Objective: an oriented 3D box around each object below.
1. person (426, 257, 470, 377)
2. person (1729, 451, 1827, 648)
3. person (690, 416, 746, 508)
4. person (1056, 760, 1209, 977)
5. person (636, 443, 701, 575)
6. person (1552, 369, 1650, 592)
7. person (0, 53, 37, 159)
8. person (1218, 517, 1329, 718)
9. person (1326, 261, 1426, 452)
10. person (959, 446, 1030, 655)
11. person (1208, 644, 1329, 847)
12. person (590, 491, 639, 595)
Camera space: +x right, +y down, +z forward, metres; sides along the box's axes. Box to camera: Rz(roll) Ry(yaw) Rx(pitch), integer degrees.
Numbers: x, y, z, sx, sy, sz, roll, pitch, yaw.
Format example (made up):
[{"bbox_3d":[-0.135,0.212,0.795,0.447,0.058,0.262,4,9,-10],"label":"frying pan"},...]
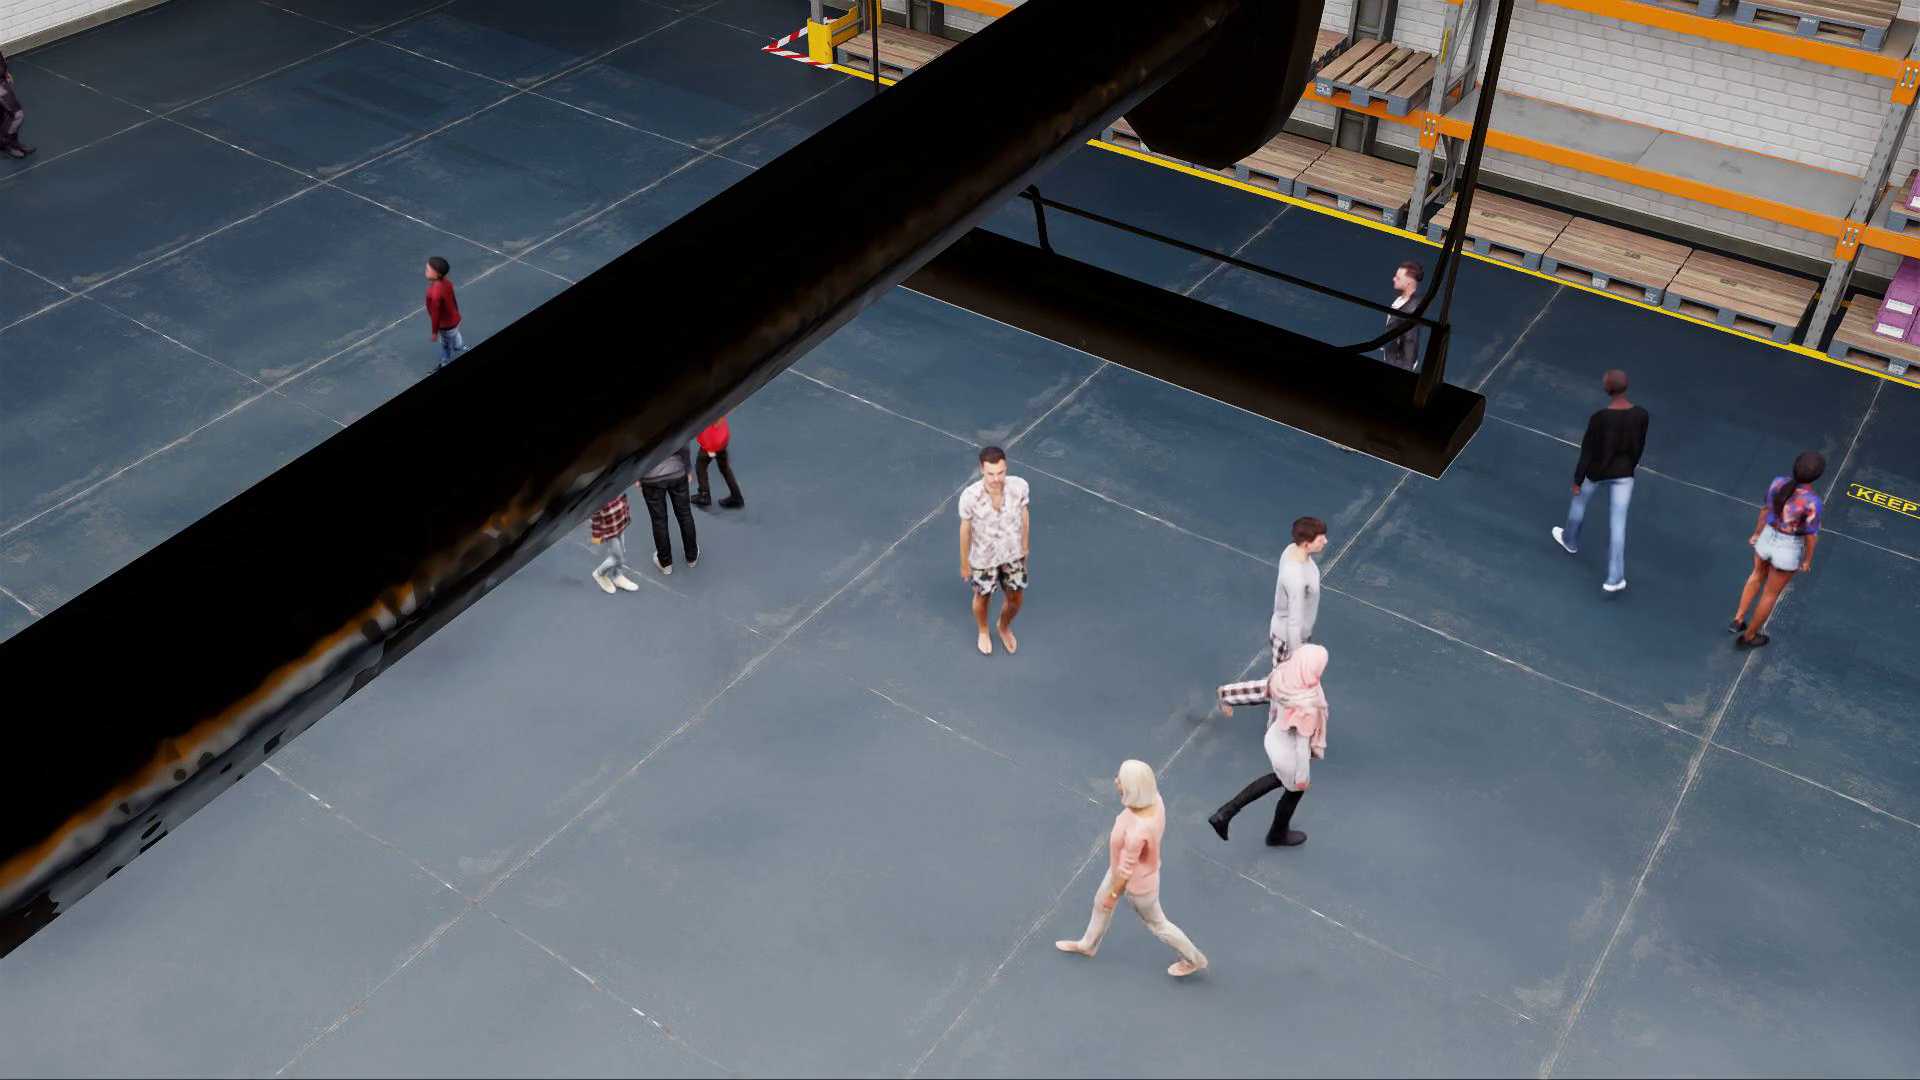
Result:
[{"bbox_3d":[-4.519,-1.945,14.875,0.941,1.239,0.805,0,39,-1],"label":"person"},{"bbox_3d":[5.808,0.090,11.932,0.753,1.733,0.649,-17,41,-20],"label":"person"},{"bbox_3d":[-1.953,-0.773,13.396,0.761,1.253,0.597,7,39,9],"label":"person"},{"bbox_3d":[1.114,1.958,9.634,1.235,1.681,0.943,6,39,8],"label":"person"},{"bbox_3d":[-2.255,-0.502,12.651,0.701,1.760,0.729,-12,40,-15],"label":"person"},{"bbox_3d":[4.955,-0.426,12.613,1.119,1.688,1.064,6,39,7],"label":"person"},{"bbox_3d":[-10.751,-5.077,18.317,0.840,1.838,0.769,-9,40,-11],"label":"person"},{"bbox_3d":[2.153,0.605,11.209,1.037,1.830,0.824,10,40,12],"label":"person"},{"bbox_3d":[3.740,-1.472,13.826,1.104,1.809,0.913,8,39,10],"label":"person"},{"bbox_3d":[0.229,0.024,11.961,0.812,1.800,0.865,-8,39,-10],"label":"person"},{"bbox_3d":[1.952,1.342,10.320,1.024,1.787,0.982,-11,40,-13],"label":"person"},{"bbox_3d":[-2.699,-0.136,12.565,0.615,1.296,0.590,13,40,16],"label":"person"}]
